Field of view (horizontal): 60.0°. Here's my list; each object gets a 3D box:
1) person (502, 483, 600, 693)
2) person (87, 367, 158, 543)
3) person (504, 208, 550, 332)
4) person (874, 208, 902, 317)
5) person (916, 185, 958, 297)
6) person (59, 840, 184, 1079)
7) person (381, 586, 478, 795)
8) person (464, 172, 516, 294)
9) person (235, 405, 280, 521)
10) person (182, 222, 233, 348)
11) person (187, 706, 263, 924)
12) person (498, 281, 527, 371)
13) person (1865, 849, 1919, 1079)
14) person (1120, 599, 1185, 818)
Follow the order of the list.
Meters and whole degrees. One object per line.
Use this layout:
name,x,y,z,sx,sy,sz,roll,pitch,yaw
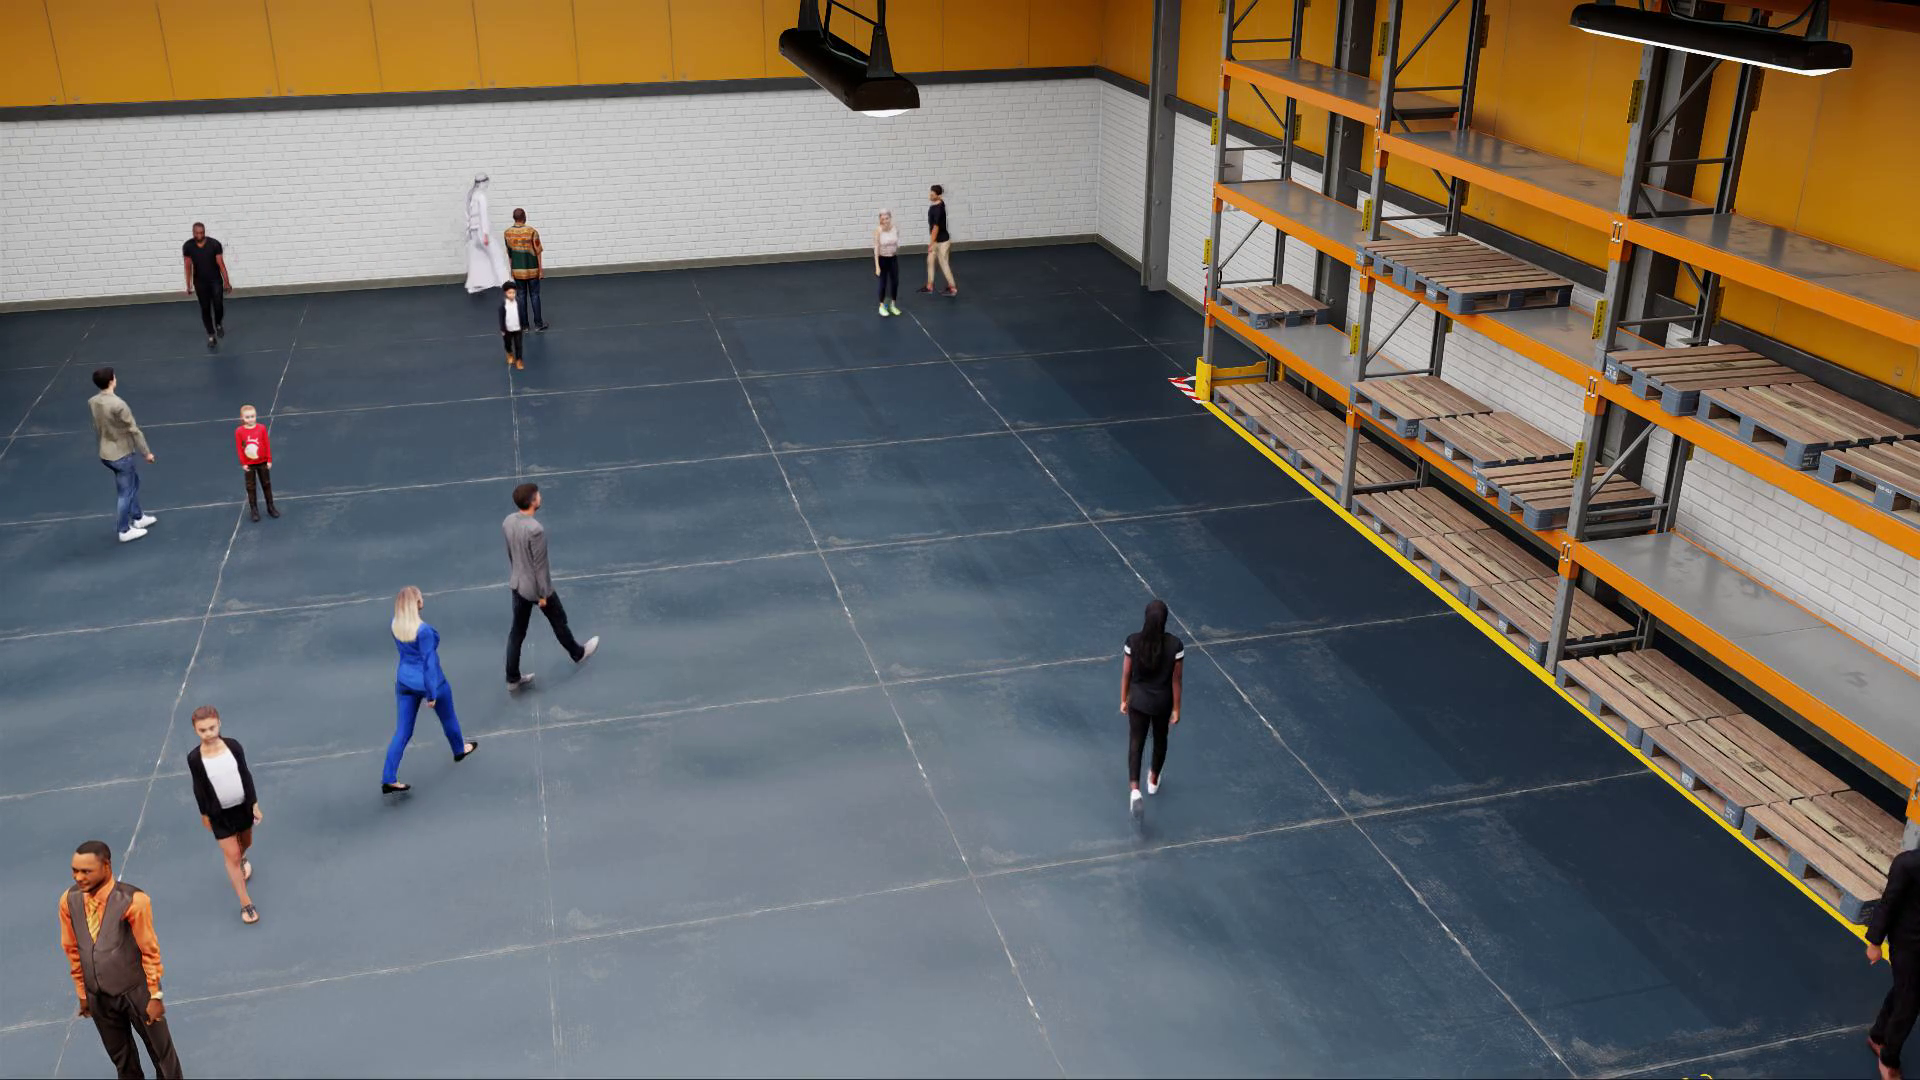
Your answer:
person,-3.734,0.450,14.301,1.234,1.812,1.247,15,28,31
person,-8.795,-0.850,17.230,0.909,1.847,0.970,14,27,29
person,-6.386,-3.977,24.435,0.778,1.807,0.764,1,24,2
person,-1.121,-4.194,25.102,0.686,1.670,0.744,-17,29,-34
person,-0.255,-4.683,26.063,0.841,1.797,0.855,1,24,2
person,-4.751,2.521,9.444,0.765,1.908,0.732,2,24,5
person,-4.234,1.191,12.803,1.126,1.654,1.223,12,26,25
person,-7.617,-4.802,26.218,1.143,1.891,1.208,-22,32,-40
person,-7.603,-0.847,17.934,0.531,1.279,0.547,-14,27,-29
person,-10.712,-3.672,23.748,0.749,1.799,0.722,-4,24,-9
person,-5.073,1.815,11.523,0.783,1.536,1.083,-17,29,-33
person,-6.154,-2.958,22.839,0.552,1.217,0.711,-10,25,-21
person,5.686,2.335,9.925,0.753,1.862,0.815,-3,24,-7
person,1.435,1.275,12.545,0.904,1.708,1.133,4,24,10
